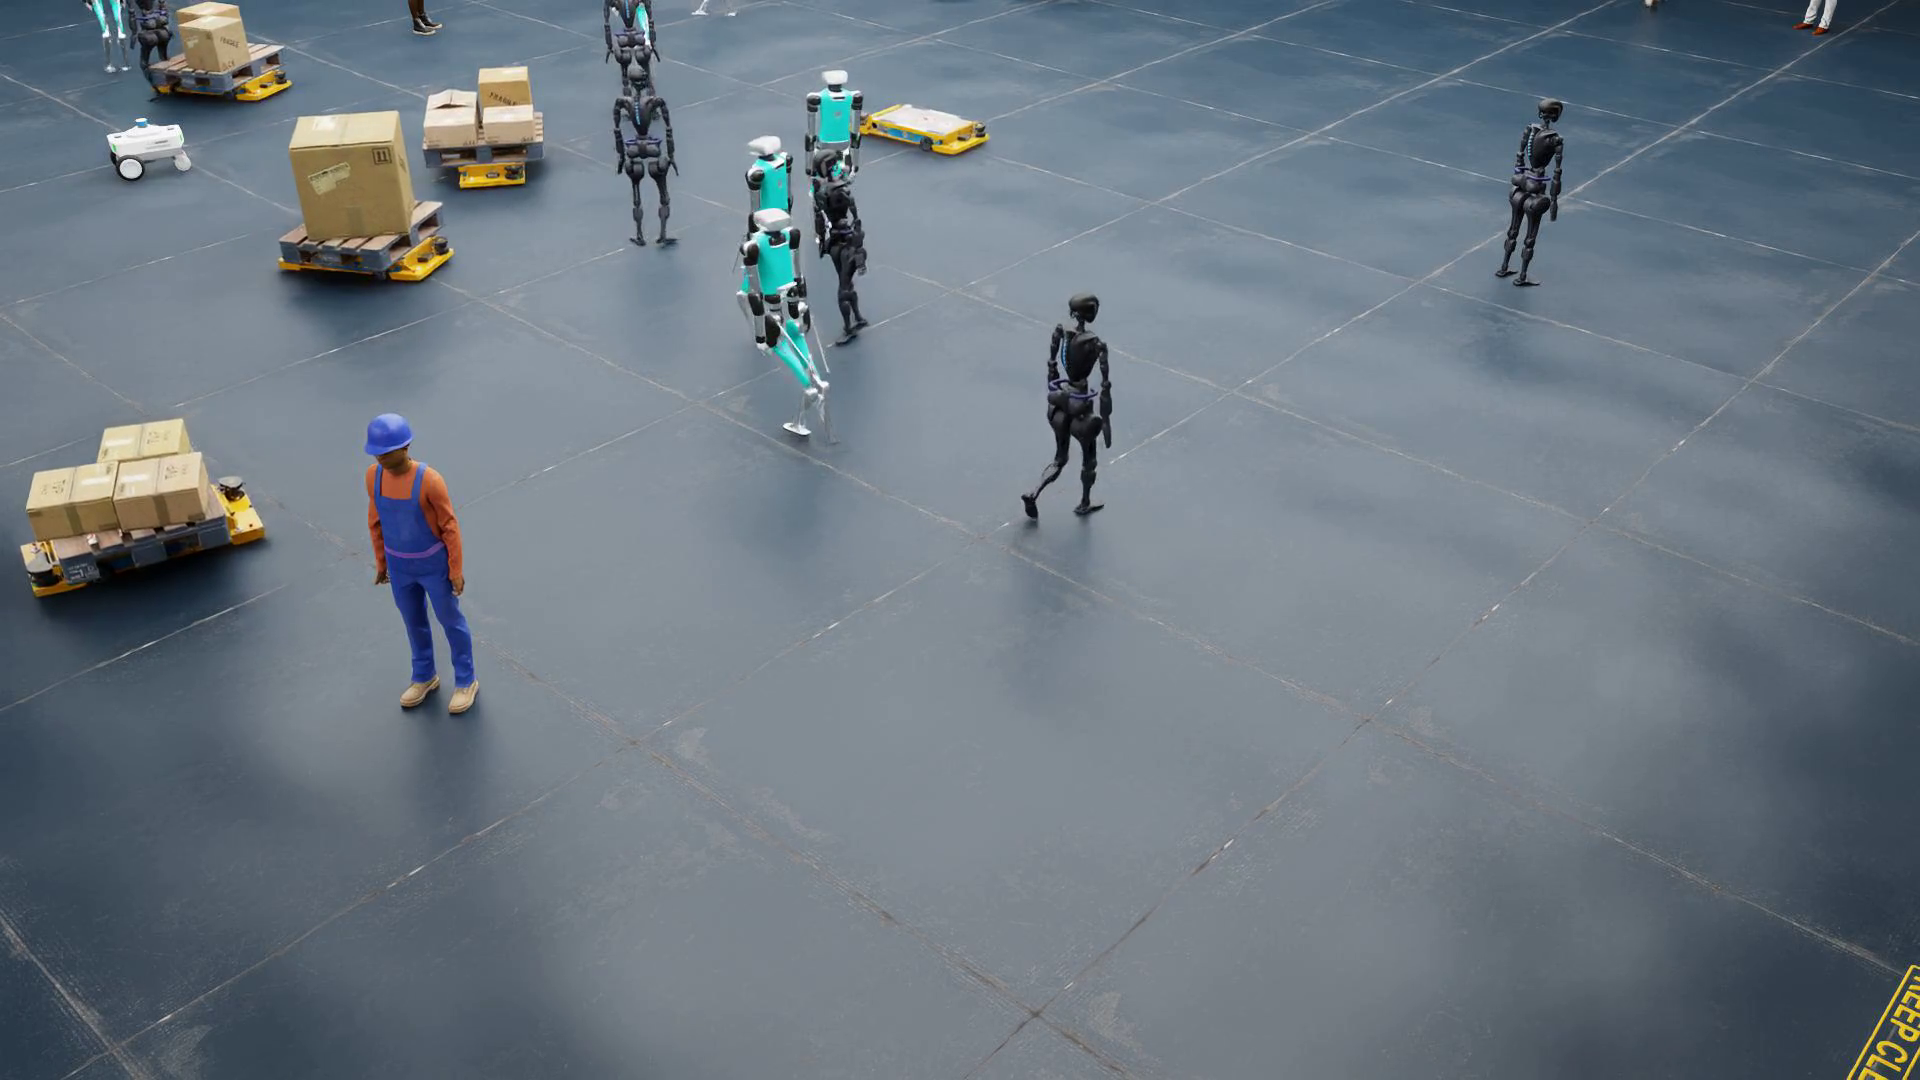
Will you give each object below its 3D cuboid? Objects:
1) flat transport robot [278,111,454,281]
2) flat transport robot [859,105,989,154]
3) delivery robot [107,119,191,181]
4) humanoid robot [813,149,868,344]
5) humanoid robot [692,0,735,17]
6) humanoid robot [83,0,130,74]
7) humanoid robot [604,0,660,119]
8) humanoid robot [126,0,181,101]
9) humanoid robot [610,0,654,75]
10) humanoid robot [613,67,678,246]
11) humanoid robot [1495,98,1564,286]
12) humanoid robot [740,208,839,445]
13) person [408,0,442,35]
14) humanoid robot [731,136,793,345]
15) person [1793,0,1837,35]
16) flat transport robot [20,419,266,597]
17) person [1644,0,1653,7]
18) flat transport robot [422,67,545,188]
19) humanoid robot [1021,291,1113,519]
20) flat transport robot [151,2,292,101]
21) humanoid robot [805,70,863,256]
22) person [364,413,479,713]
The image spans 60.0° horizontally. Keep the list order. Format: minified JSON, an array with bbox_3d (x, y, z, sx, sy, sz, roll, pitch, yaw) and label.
[{"bbox_3d":[-5.508,-2.670,15.453,1.431,0.231,0.659,7,32,11],"label":"flat transport robot"},{"bbox_3d":[-0.438,-4.592,18.548,1.431,0.231,0.659,21,38,30],"label":"flat transport robot"},{"bbox_3d":[-8.586,-4.138,17.544,0.774,0.592,0.499,-17,36,-25],"label":"delivery robot"},{"bbox_3d":[-0.964,-2.470,13.810,0.459,1.632,0.615,-26,40,-35],"label":"humanoid robot"},{"bbox_3d":[-3.371,-8.010,22.731,0.812,1.847,0.530,4,32,6],"label":"humanoid robot"},{"bbox_3d":[-10.515,-6.638,20.497,0.541,1.810,0.780,-14,35,-22],"label":"humanoid robot"},{"bbox_3d":[-3.731,-5.599,18.837,0.616,1.644,0.316,-9,33,-14],"label":"humanoid robot"},{"bbox_3d":[-9.460,-5.987,19.450,0.320,1.649,0.604,11,34,18],"label":"humanoid robot"},{"bbox_3d":[-3.972,-6.466,20.270,0.541,1.880,0.764,-11,34,-18],"label":"humanoid robot"},{"bbox_3d":[-2.956,-3.589,15.611,0.590,1.643,0.393,0,32,1],"label":"humanoid robot"},{"bbox_3d":[5.106,-3.119,14.828,0.315,1.657,0.599,-11,34,-18],"label":"humanoid robot"},{"bbox_3d":[-1.158,-1.455,12.208,0.803,1.893,0.534,24,39,33],"label":"humanoid robot"},{"bbox_3d":[-7.213,-7.716,21.977,0.370,1.960,0.601,2,32,3],"label":"person"},{"bbox_3d":[-1.703,-2.465,13.781,0.656,1.847,0.543,17,36,25],"label":"humanoid robot"},{"bbox_3d":[11.503,-7.632,21.966,0.365,1.832,0.503,-13,34,-20],"label":"person"},{"bbox_3d":[-5.509,-0.033,11.207,1.431,0.231,0.659,-19,36,-27],"label":"flat transport robot"},{"bbox_3d":[9.924,-8.489,23.352,0.511,1.825,0.965,13,34,20],"label":"person"},{"bbox_3d":[-5.023,-4.077,17.719,0.659,0.231,1.431,-6,32,-10],"label":"flat transport robot"},{"bbox_3d":[0.735,-0.869,11.228,0.633,1.634,0.609,-25,40,-35],"label":"humanoid robot"},{"bbox_3d":[-8.882,-5.517,20.038,1.431,0.231,0.659,9,33,14],"label":"flat transport robot"},{"bbox_3d":[-1.253,-3.543,15.510,0.576,1.800,0.815,-12,34,-18],"label":"humanoid robot"},{"bbox_3d":[-3.054,0.135,9.383,0.527,1.908,0.371,7,32,11],"label":"person"}]
